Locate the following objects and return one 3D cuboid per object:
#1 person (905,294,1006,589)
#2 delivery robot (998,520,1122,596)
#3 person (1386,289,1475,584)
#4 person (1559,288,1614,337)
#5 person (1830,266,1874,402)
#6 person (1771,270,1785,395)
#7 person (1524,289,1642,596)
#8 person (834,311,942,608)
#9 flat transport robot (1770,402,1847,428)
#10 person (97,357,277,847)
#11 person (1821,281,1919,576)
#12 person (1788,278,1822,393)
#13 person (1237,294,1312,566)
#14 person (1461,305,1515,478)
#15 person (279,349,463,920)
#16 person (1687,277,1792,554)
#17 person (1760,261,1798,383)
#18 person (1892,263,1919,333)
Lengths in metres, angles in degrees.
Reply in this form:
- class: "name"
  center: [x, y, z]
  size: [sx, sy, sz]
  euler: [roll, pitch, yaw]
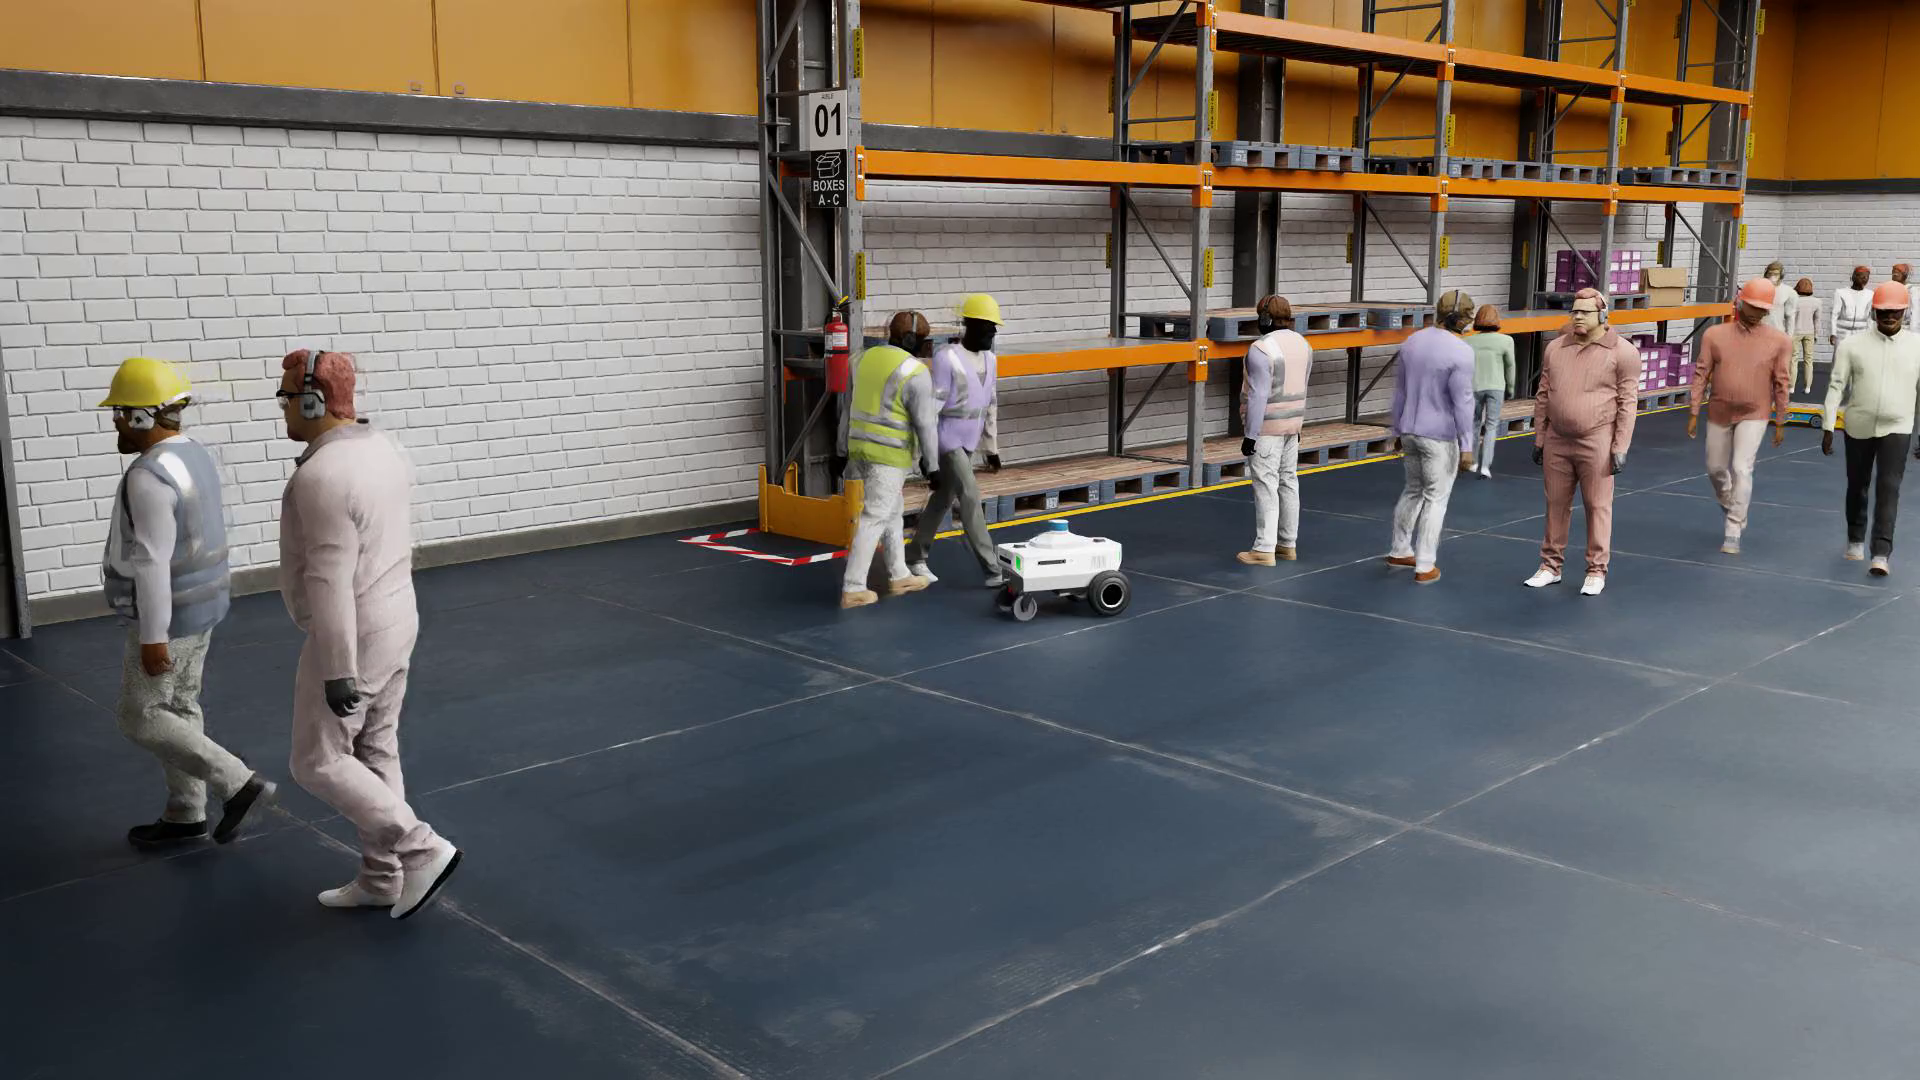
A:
- class: "person"
  center: [0.006, -0.621, 10.599]
  size: [0.938, 1.870, 0.600]
  euler: [6, 12, 28]
- class: "delivery robot"
  center: [0.589, 0.123, 9.874]
  size: [0.707, 0.478, 0.477]
  euler: [-4, 11, -20]
- class: "person"
  center: [3.068, -0.659, 10.751]
  size: [0.498, 1.911, 0.749]
  euler: [-5, 11, -25]
- class: "person"
  center: [5.870, -1.498, 15.701]
  size: [0.542, 1.749, 0.372]
  euler: [10, 14, 42]
- class: "person"
  center: [12.070, -2.785, 22.535]
  size: [0.582, 1.826, 1.043]
  euler: [3, 11, 16]
- class: "person"
  center: [11.434, -2.972, 23.557]
  size: [0.606, 1.813, 0.539]
  euler: [2, 11, 10]
- class: "person"
  center: [3.894, -0.613, 10.453]
  size: [0.641, 1.908, 0.407]
  euler: [10, 14, 44]
- class: "person"
  center: [-0.415, -0.492, 10.139]
  size: [0.840, 1.785, 0.646]
  euler: [-9, 14, -40]
- class: "flat transport robot"
  center: [9.965, -1.504, 19.772]
  size: [0.652, 0.197, 1.431]
  euler: [-10, 14, -44]
- class: "person"
  center: [-2.812, 0.249, 5.995]
  size: [0.482, 1.814, 0.608]
  euler: [-1, 10, -8]
- class: "person"
  center: [6.152, -0.757, 11.167]
  size: [0.656, 1.938, 1.029]
  euler: [5, 12, 27]
- class: "person"
  center: [11.950, -2.895, 23.639]
  size: [0.498, 1.634, 0.278]
  euler: [1, 10, 3]
- class: "person"
  center: [2.125, -0.749, 11.373]
  size: [0.429, 1.841, 0.634]
  euler: [10, 14, 44]
- class: "person"
  center: [4.906, -1.390, 15.529]
  size: [0.503, 1.617, 0.656]
  euler: [5, 11, 25]
- class: "person"
  center: [-1.941, 0.326, 5.403]
  size: [0.483, 1.888, 0.661]
  euler: [1, 10, 3]
- class: "person"
  center: [5.617, -0.914, 11.969]
  size: [0.659, 1.951, 0.829]
  euler: [7, 13, 35]
- class: "person"
  center: [10.451, -2.637, 21.491]
  size: [0.650, 1.916, 0.760]
  euler: [9, 14, 40]
- class: "person"
  center: [13.308, -2.956, 23.383]
  size: [0.786, 1.858, 0.597]
  euler: [-1, 10, -5]
